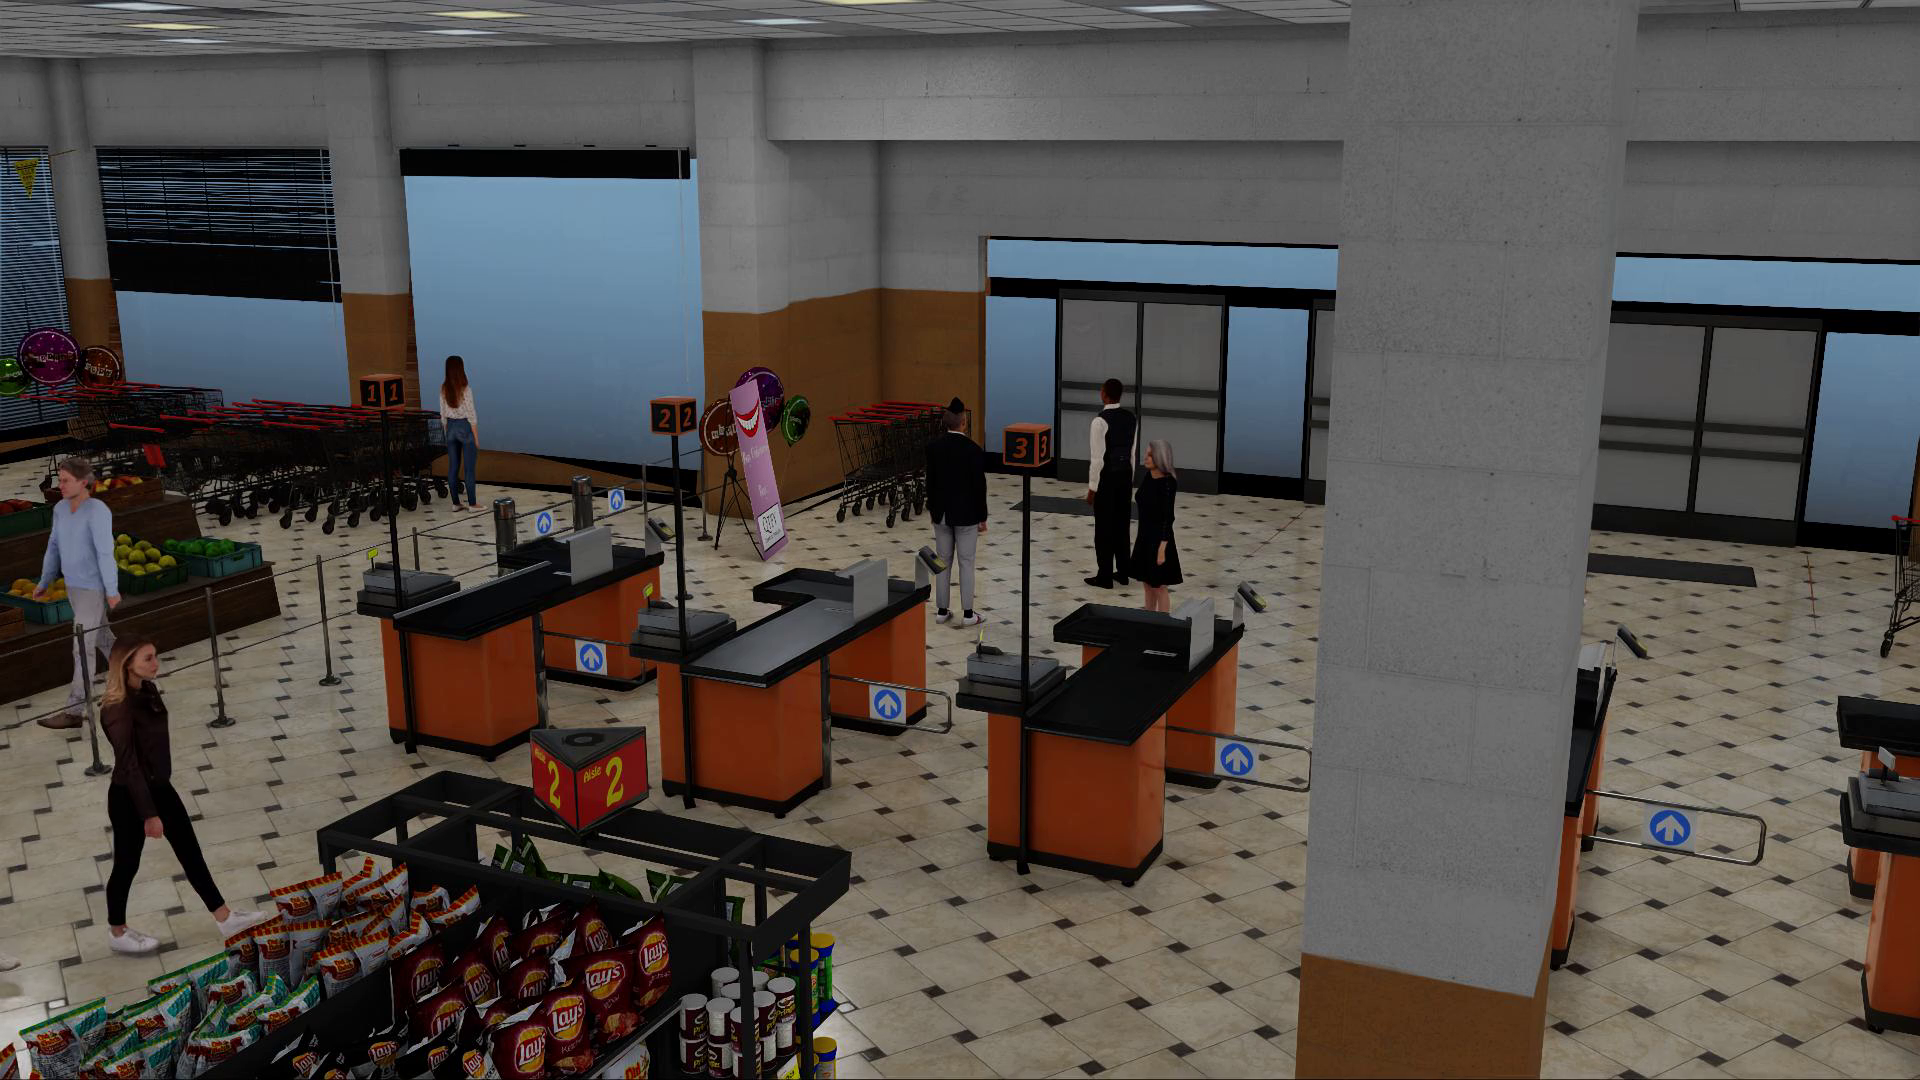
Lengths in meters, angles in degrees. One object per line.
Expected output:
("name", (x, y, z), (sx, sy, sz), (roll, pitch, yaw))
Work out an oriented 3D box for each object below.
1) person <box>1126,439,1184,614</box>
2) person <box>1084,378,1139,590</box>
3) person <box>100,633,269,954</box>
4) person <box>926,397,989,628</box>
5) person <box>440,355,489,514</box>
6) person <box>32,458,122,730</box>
("person", (1.536, 0.056, 13.163), (0.749, 1.747, 0.698), (-6, 15, -23))
("person", (1.390, -0.523, 15.184), (0.703, 1.919, 0.836), (-10, 17, -36))
("person", (-4.141, 1.287, 8.249), (0.970, 1.670, 1.047), (0, 14, 0))
("person", (-0.036, -0.248, 13.983), (0.686, 1.950, 0.567), (6, 15, 24))
("person", (-5.481, -1.163, 18.230), (0.583, 1.728, 0.518), (5, 15, 20))
("person", (-6.088, 0.345, 11.737), (0.763, 1.858, 1.118), (9, 16, 31))
